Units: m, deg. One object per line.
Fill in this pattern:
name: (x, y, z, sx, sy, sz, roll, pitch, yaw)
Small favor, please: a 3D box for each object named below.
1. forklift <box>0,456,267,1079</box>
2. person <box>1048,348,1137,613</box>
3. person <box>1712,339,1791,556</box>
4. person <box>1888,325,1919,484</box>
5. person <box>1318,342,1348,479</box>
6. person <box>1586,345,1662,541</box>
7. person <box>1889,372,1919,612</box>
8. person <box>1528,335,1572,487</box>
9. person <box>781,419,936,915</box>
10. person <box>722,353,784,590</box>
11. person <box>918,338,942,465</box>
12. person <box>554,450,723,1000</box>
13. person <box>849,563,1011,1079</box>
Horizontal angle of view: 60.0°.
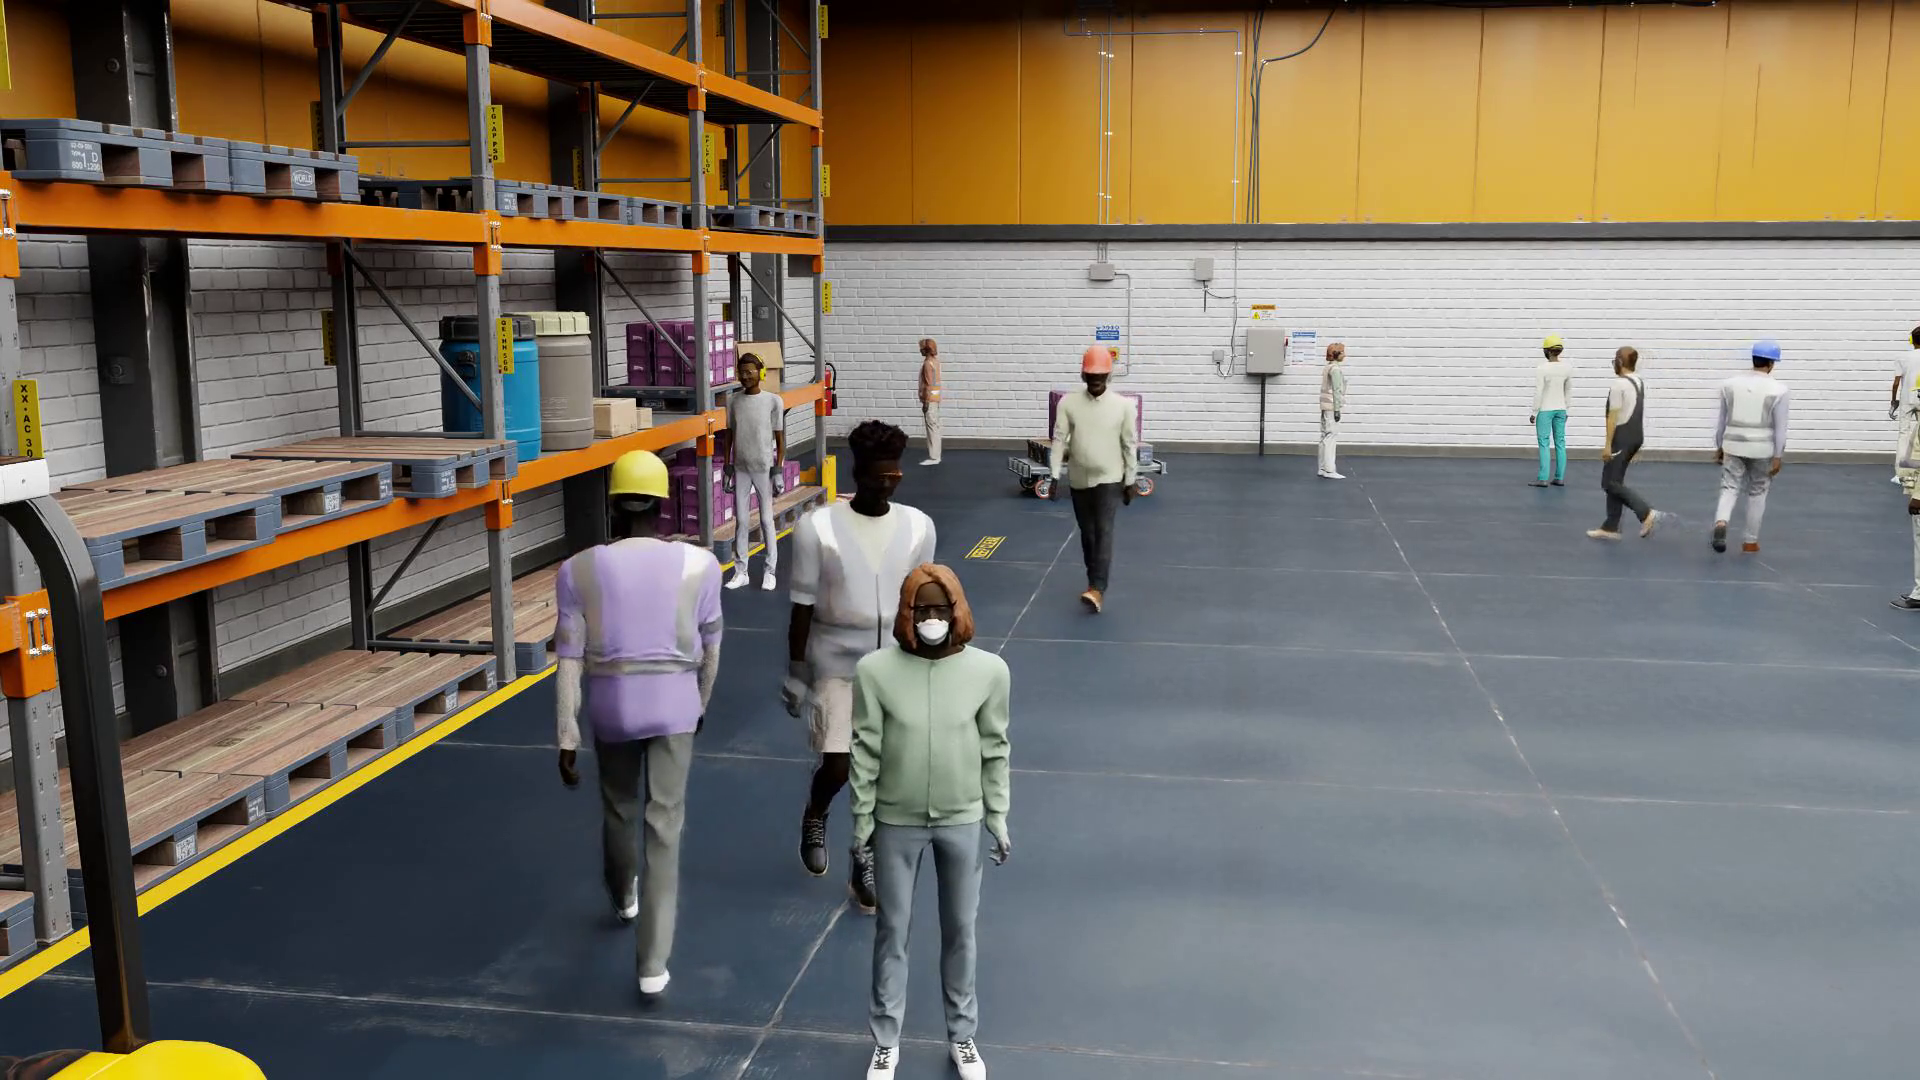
forklift: (-2.328, 0.975, 2.765, 2.313, 2.155, 1.214, 1, 9, 9)
person: (0.969, -0.450, 12.340, 0.620, 1.930, 1.044, 3, 10, 18)
person: (6.861, -0.789, 14.483, 0.616, 1.921, 0.655, 8, 12, 42)
person: (11.212, -1.585, 19.545, 0.515, 1.872, 0.333, 5, 10, 26)
person: (4.505, -1.565, 20.130, 0.315, 1.641, 0.515, 0, 9, 0)
person: (6.158, -0.870, 15.290, 0.552, 1.823, 0.614, -9, 13, -43)
person: (7.129, -0.377, 12.243, 0.403, 1.823, 0.586, 9, 13, 43)
person: (6.839, -1.493, 19.302, 0.533, 1.767, 0.326, -4, 10, -21)
person: (-0.397, 0.485, 6.551, 0.634, 1.943, 0.532, -4, 10, -24)
person: (-1.630, -0.535, 13.077, 0.514, 1.872, 0.328, 2, 9, 11)
person: (-0.386, -1.776, 21.445, 0.310, 1.636, 0.523, 2, 9, 9)
person: (-1.144, 0.615, 5.992, 0.582, 1.862, 1.028, -1, 9, -7)
person: (-0.089, 0.874, 5.106, 0.499, 1.634, 0.278, -1, 9, -6)
